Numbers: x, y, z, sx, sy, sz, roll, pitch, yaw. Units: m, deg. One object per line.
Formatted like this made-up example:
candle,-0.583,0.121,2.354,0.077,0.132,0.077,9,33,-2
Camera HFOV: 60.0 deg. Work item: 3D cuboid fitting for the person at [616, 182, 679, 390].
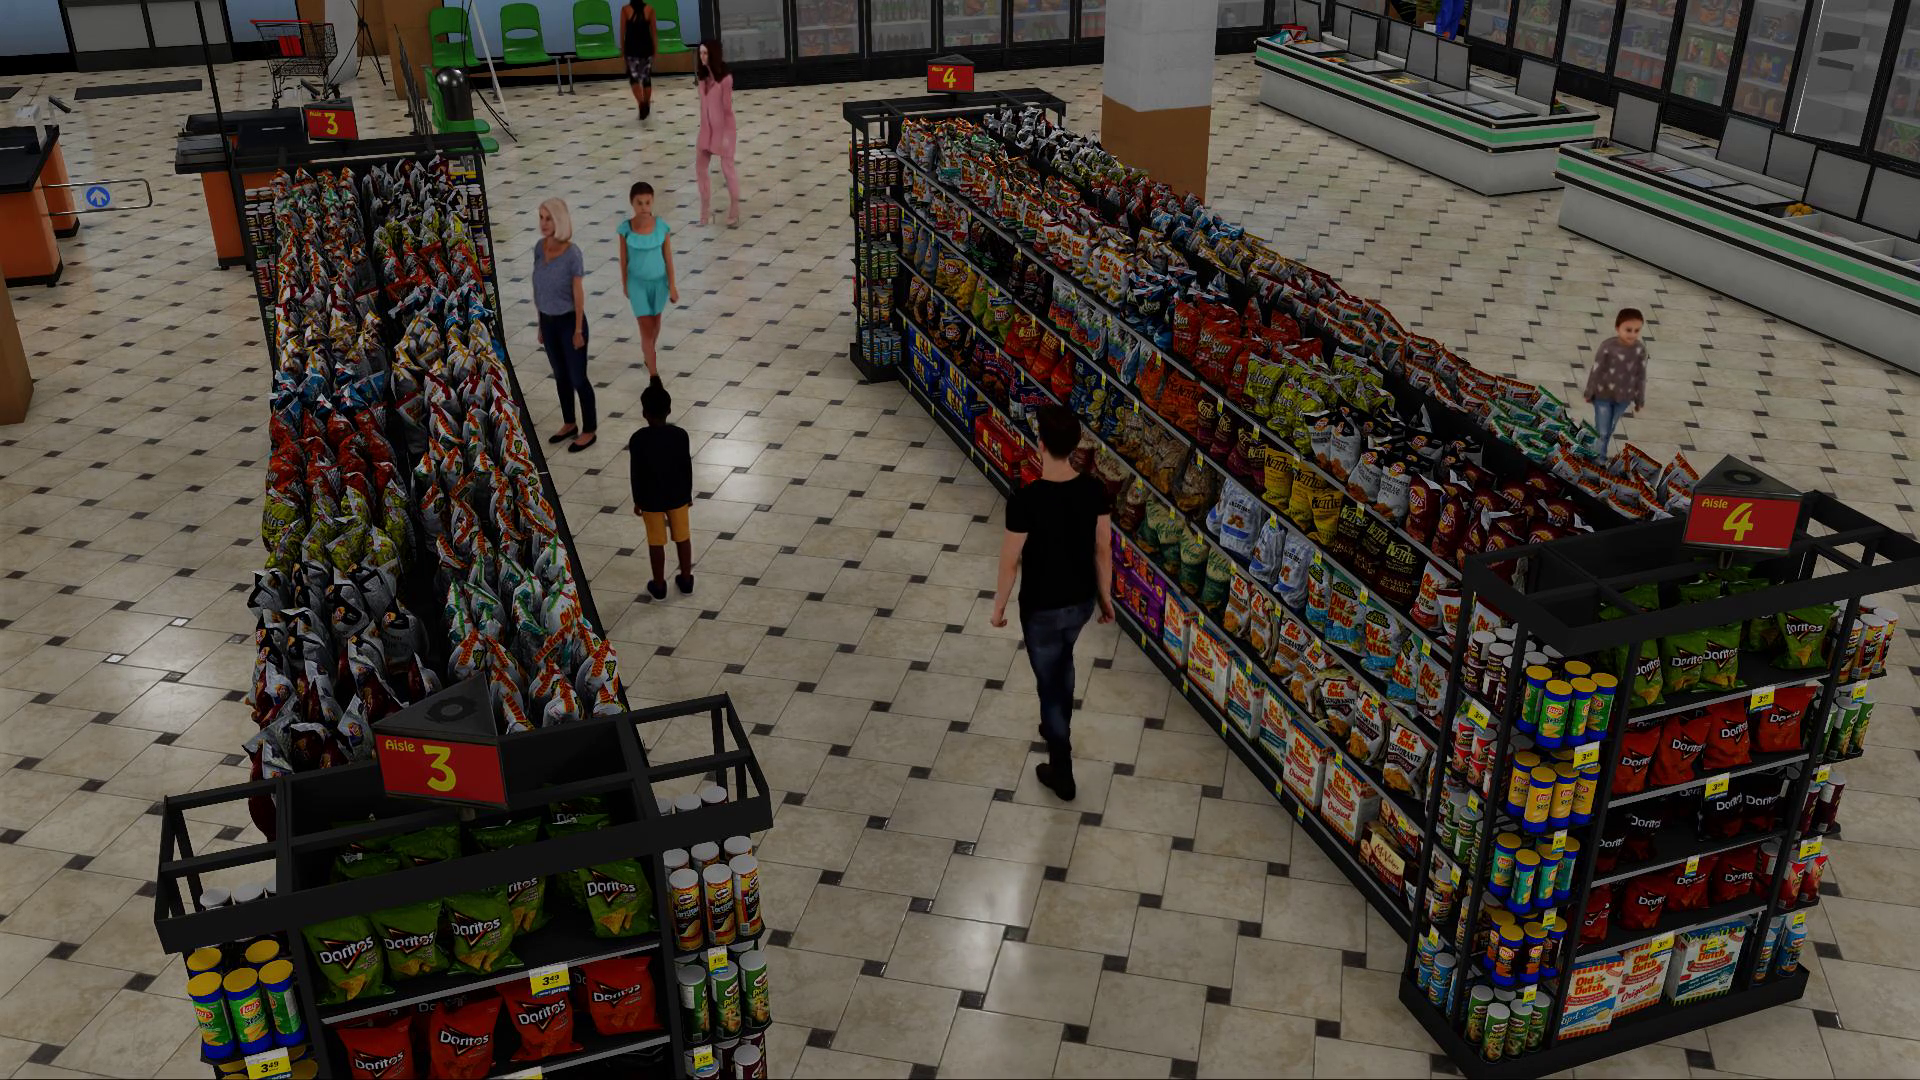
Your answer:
person,-2.319,-1.903,12.340,0.589,1.506,1.144,-7,28,-13

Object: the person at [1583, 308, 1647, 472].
person,4.259,-0.961,10.865,0.700,1.160,0.883,2,27,4

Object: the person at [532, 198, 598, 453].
person,-2.679,-1.475,11.258,0.642,1.722,0.729,17,32,30

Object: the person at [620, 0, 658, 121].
person,-3.878,-5.900,20.068,0.604,1.645,0.987,-10,28,-18

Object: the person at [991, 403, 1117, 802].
person,0.478,0.331,7.526,0.713,1.877,0.816,-10,29,-19

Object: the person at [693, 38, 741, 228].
person,-2.255,-3.908,15.987,0.868,1.783,0.915,15,31,27

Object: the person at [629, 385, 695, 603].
person,-1.672,-0.262,9.365,0.536,1.269,0.560,-14,30,-26

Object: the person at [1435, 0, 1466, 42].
person,6.187,-6.532,21.114,0.832,1.826,0.776,12,29,23
